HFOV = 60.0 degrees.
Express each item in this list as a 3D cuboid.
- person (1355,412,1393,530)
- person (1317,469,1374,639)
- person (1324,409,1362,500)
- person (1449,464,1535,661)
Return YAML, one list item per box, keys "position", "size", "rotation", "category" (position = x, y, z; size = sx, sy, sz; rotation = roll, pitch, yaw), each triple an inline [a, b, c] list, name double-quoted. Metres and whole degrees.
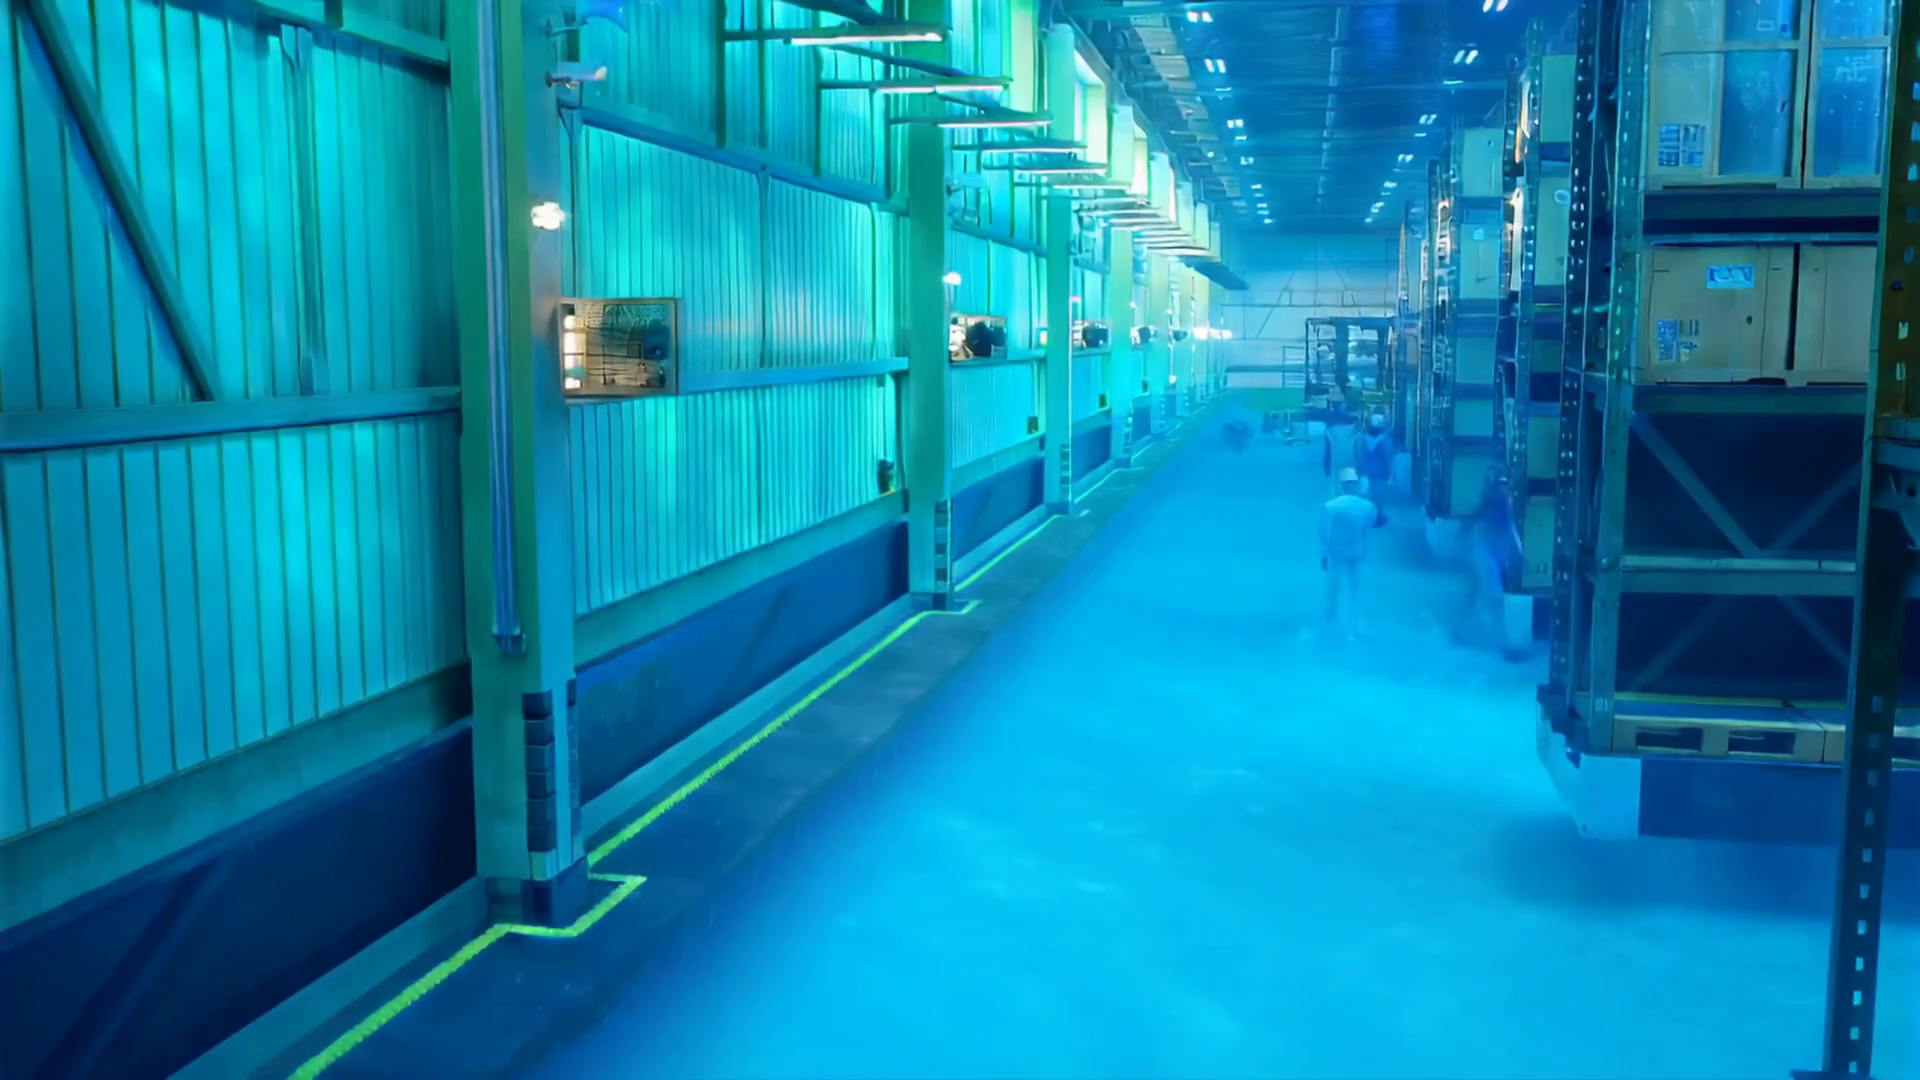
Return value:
- position: [6.320, -1.009, 25.355]
  size: [0.594, 1.902, 0.649]
  rotation: [4, 8, 30]
  category: "person"
- position: [3.931, 0.128, 17.023]
  size: [0.555, 1.703, 0.895]
  rotation: [0, 7, -2]
  category: "person"
- position: [6.410, -1.272, 27.770]
  size: [0.661, 1.818, 0.727]
  rotation: [2, 8, 19]
  category: "person"
- position: [5.093, 0.199, 15.877]
  size: [0.988, 1.852, 0.638]
  rotation: [7, 10, 45]
  category: "person"
